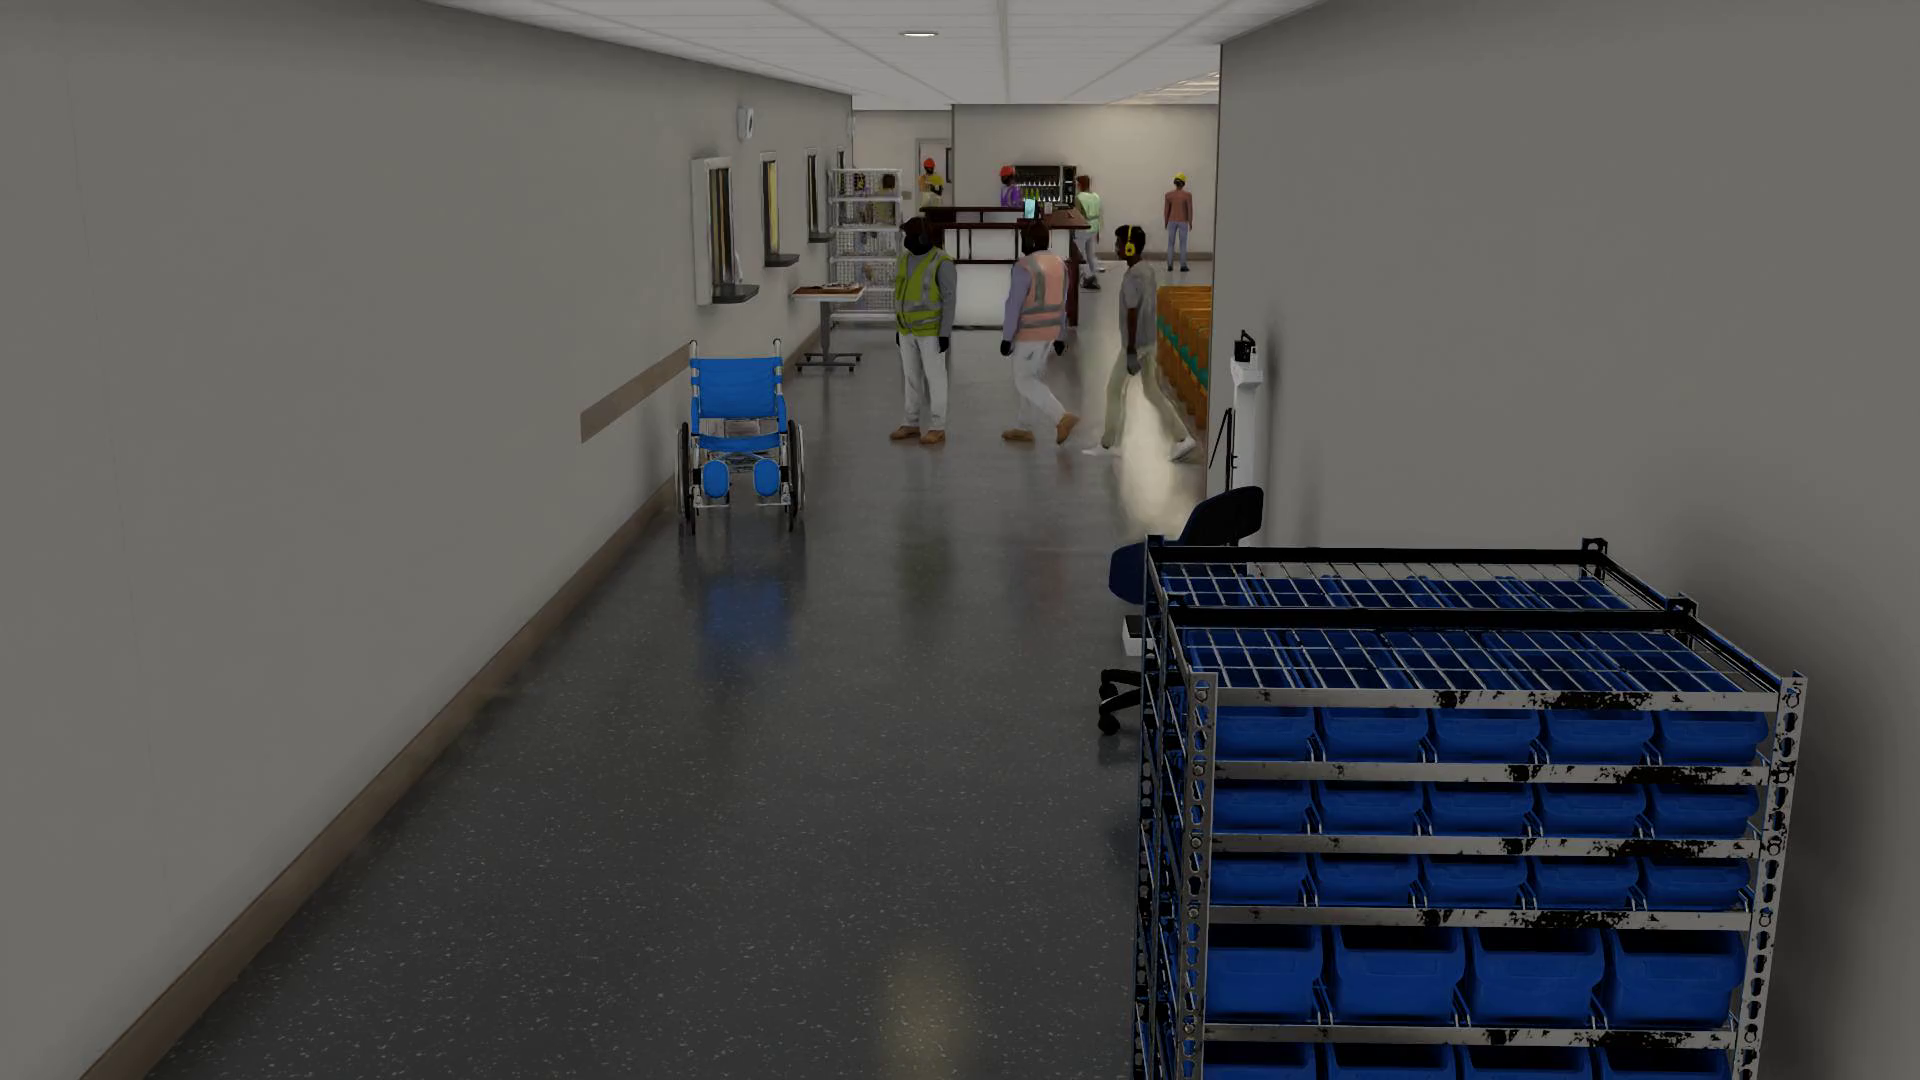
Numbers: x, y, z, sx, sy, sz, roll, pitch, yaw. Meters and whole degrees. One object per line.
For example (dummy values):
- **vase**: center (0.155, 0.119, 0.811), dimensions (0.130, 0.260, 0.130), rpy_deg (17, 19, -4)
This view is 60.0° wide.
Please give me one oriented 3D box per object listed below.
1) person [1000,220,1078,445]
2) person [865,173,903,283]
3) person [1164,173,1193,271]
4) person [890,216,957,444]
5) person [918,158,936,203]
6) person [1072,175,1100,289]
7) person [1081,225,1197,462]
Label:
- **person**: center (0.642, -1.647, 13.377), dimensions (0.760, 1.818, 0.632), rpy_deg (10, 17, 35)
- **person**: center (-1.238, -5.135, 27.512), dimensions (0.626, 1.831, 0.568), rpy_deg (13, 19, 42)
- **person**: center (3.977, -5.777, 30.248), dimensions (0.533, 1.765, 0.331), rpy_deg (6, 15, 23)
- **person**: center (-0.312, -1.705, 13.566), dimensions (0.623, 1.841, 0.430), rpy_deg (13, 19, 42)
- **person**: center (-0.656, -7.148, 35.450), dimensions (0.359, 1.938, 0.547), rpy_deg (8, 16, 30)
- **person**: center (2.021, -4.924, 26.662), dimensions (0.457, 1.820, 0.584), rpy_deg (12, 18, 39)
- **person**: center (1.410, -1.500, 12.782), dimensions (0.925, 1.832, 0.533), rpy_deg (9, 16, 32)
